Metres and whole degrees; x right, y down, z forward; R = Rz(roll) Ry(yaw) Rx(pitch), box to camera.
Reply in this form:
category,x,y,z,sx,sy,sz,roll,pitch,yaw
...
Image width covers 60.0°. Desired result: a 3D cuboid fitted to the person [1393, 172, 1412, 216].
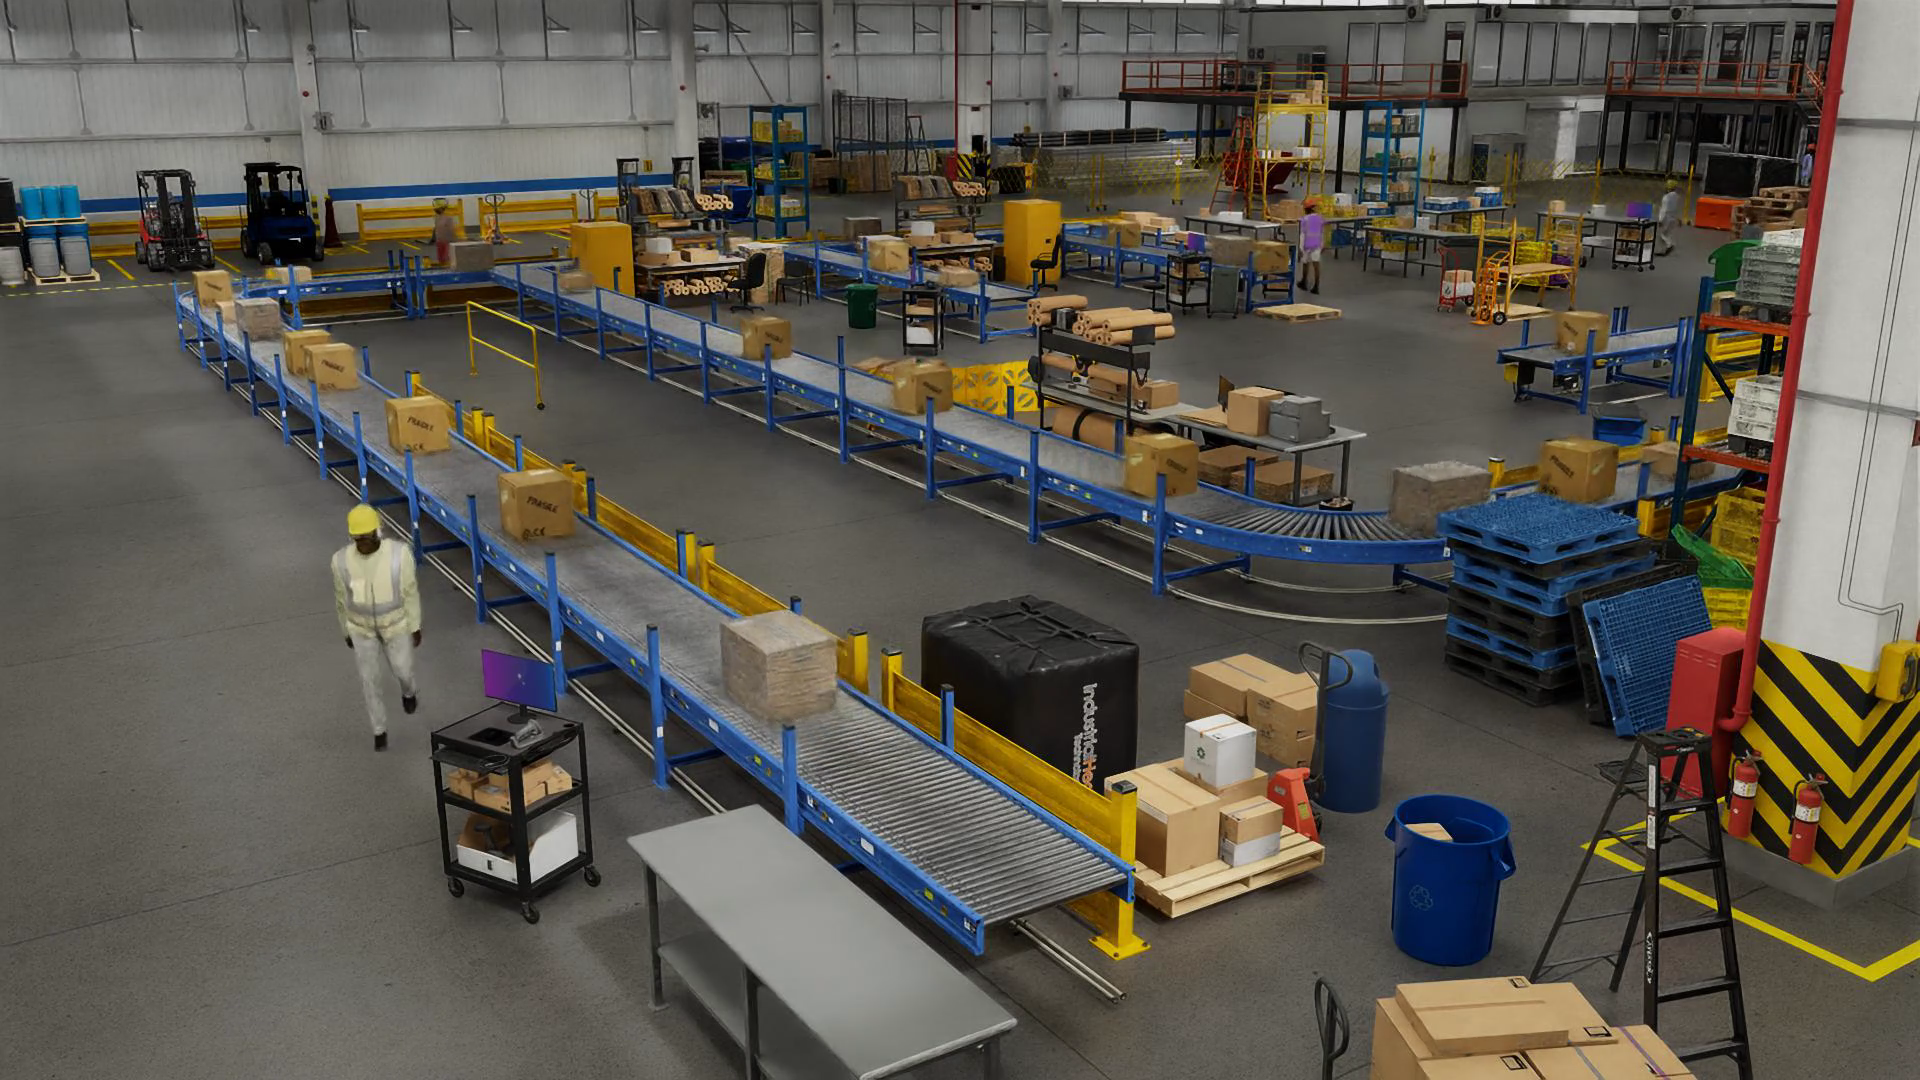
category,x,y,z,sx,sy,sz,roll,pitch,yaw
person,13.010,-10.385,48.781,0.486,1.707,0.864,-11,20,-33

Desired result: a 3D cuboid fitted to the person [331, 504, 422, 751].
category,x,y,z,sx,sy,sz,roll,pitch,yaw
person,-4.214,0.586,12.079,0.594,1.816,0.615,-4,17,-13

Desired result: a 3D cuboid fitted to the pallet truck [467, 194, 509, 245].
category,x,y,z,sx,sy,sz,roll,pitch,yaw
pallet truck,-11.983,-8.177,42.137,0.704,1.261,1.522,-11,20,-33

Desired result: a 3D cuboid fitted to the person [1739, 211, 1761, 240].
category,x,y,z,sx,sy,sz,roll,pitch,yaw
person,16.244,-5.963,34.217,0.637,1.613,0.504,-9,19,-28

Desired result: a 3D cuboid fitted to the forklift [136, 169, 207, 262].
category,x,y,z,sx,sy,sz,roll,pitch,yaw
forklift,-17.842,-7.318,37.559,1.157,1.987,2.680,-10,20,-31

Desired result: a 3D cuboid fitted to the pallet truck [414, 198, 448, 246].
category,x,y,z,sx,sy,sz,roll,pitch,yaw
pallet truck,-13.250,-8.060,41.856,0.680,1.201,1.601,-10,20,-31

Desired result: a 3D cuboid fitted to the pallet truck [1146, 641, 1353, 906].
category,x,y,z,sx,sy,sz,roll,pitch,yaw
pallet truck,1.664,1.407,10.232,1.630,1.274,0.653,-10,20,-31

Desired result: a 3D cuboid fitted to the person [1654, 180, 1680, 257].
category,x,y,z,sx,sy,sz,roll,pitch,yaw
person,16.692,-7.568,39.207,0.622,1.819,0.459,-12,21,-36

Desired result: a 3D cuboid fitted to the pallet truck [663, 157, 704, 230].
category,x,y,z,sx,sy,sz,roll,pitch,yaw
pallet truck,-7.586,-9.308,44.692,0.823,1.965,1.885,-11,20,-33

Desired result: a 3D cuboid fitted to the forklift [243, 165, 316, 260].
category,x,y,z,sx,sy,sz,roll,pitch,yaw
forklift,-15.898,-7.669,38.708,1.157,1.987,2.680,-11,20,-33

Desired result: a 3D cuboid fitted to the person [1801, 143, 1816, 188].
category,x,y,z,sx,sy,sz,roll,pitch,yaw
person,25.986,-11.169,50.982,0.347,1.942,0.548,2,17,7

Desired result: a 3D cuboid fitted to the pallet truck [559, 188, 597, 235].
category,x,y,z,sx,sy,sz,roll,pitch,yaw
pallet truck,-10.010,-8.652,43.699,0.653,1.274,1.630,-10,20,-31

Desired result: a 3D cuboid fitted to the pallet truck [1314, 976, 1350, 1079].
category,x,y,z,sx,sy,sz,roll,pitch,yaw
pallet truck,2.299,2.390,7.086,1.601,1.201,0.680,-2,17,-7

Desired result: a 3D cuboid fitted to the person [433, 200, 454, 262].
category,x,y,z,sx,sy,sz,roll,pitch,yaw
person,-10.859,-6.314,35.150,0.534,1.745,0.583,9,19,27

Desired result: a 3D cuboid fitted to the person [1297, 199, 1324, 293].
category,x,y,z,sx,sy,sz,roll,pitch,yaw
person,7.155,-5.983,33.857,0.567,1.873,0.988,-4,17,-13

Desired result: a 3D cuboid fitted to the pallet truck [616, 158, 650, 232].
category,x,y,z,sx,sy,sz,roll,pitch,yaw
pallet truck,-8.918,-9.176,44.255,0.823,1.965,1.885,-9,19,-27
